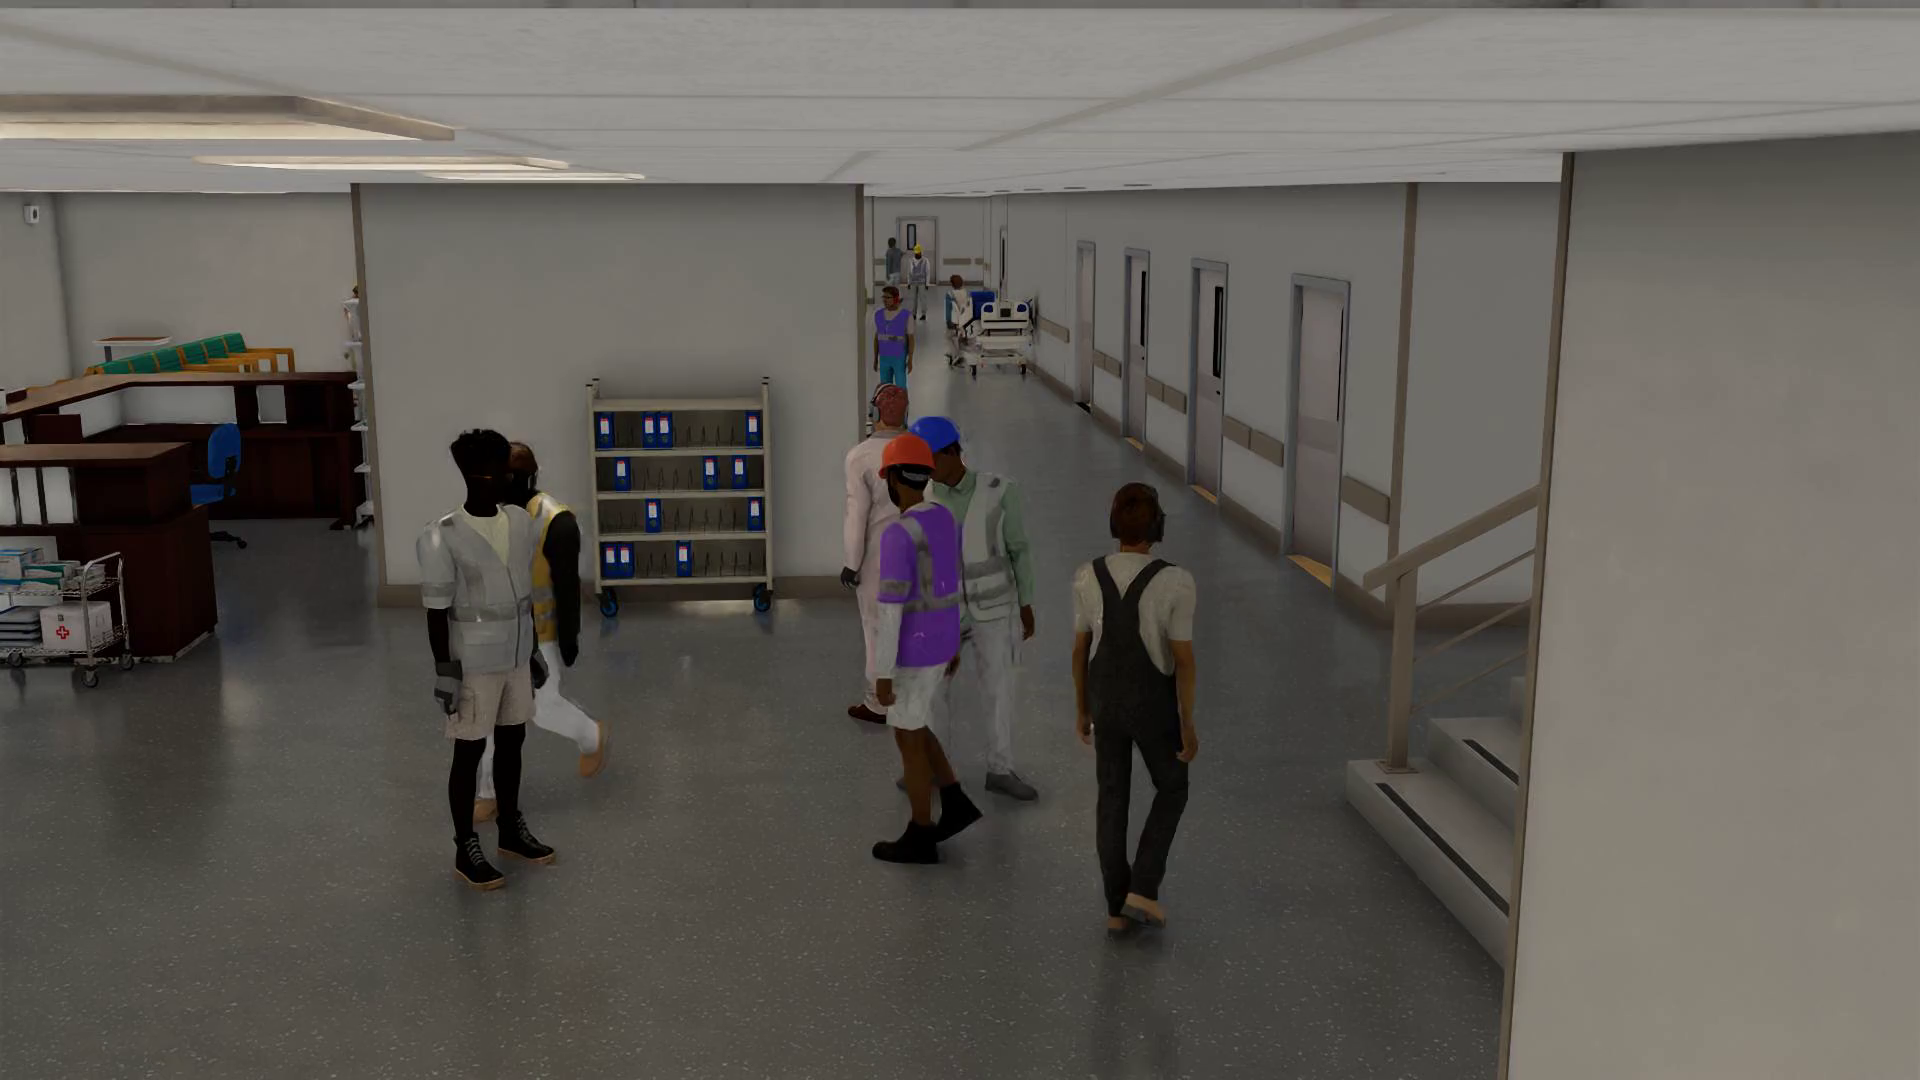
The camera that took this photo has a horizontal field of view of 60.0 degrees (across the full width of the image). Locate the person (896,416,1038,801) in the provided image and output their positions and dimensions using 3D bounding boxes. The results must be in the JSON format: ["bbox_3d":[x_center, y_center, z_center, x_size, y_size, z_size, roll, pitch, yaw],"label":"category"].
[{"bbox_3d":[0.064,0.344,8.047,0.716,1.900,0.402,1,12,7],"label":"person"}]

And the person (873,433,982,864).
[{"bbox_3d":[-0.200,0.489,7.334,0.444,1.903,0.632,6,13,26],"label":"person"}]

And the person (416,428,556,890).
[{"bbox_3d":[-2.014,0.493,7.131,0.361,1.964,0.615,7,13,29],"label":"person"}]

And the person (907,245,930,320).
[{"bbox_3d":[-1.020,-6.296,40.676,0.590,1.824,0.403,5,13,23],"label":"person"}]

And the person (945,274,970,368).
[{"bbox_3d":[-0.049,-3.813,29.030,0.519,1.625,0.359,-7,14,-31],"label":"person"}]

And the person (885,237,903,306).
[{"bbox_3d":[-1.770,-7.169,44.681,0.579,1.923,0.641,8,14,34],"label":"person"}]

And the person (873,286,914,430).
[{"bbox_3d":[-0.835,-2.282,20.998,0.573,1.841,0.374,7,13,29],"label":"person"}]

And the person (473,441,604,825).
[{"bbox_3d":[-2.050,0.409,7.934,0.622,1.816,0.746,6,13,26],"label":"person"}]

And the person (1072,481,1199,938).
[{"bbox_3d":[0.696,0.677,6.546,0.537,1.835,0.400,6,13,26],"label":"person"}]

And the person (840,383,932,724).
[{"bbox_3d":[-0.396,0.072,9.337,0.650,1.907,0.409,-9,14,-36],"label":"person"}]
